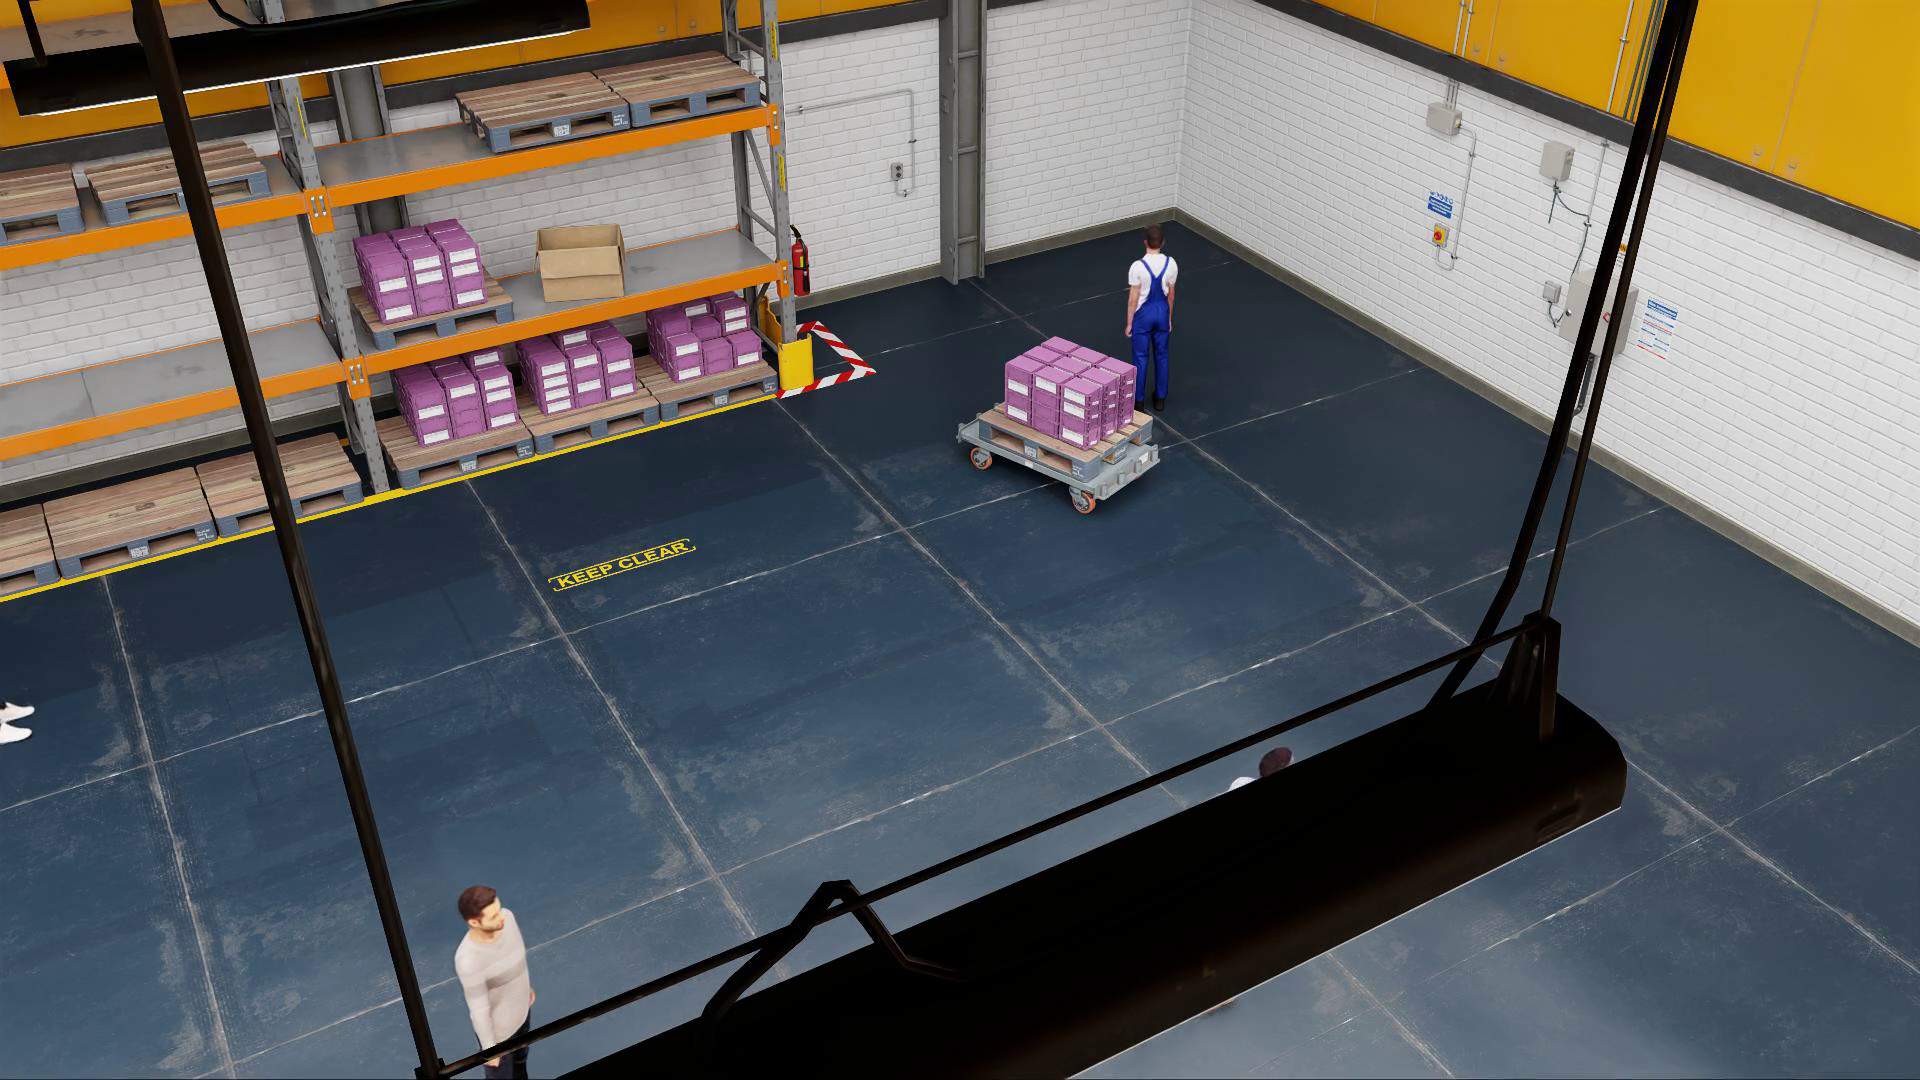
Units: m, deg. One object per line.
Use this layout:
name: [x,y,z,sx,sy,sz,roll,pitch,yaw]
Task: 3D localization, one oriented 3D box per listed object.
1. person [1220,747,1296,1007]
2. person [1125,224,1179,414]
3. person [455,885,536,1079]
person: [1.654,1.948,9.483,1.188,1.795,0.776,-22,39,-29]
person: [1.767,-2.048,15.447,0.619,1.849,0.752,-7,34,-11]
person: [-2.376,2.471,8.634,0.784,1.865,0.746,6,34,8]
